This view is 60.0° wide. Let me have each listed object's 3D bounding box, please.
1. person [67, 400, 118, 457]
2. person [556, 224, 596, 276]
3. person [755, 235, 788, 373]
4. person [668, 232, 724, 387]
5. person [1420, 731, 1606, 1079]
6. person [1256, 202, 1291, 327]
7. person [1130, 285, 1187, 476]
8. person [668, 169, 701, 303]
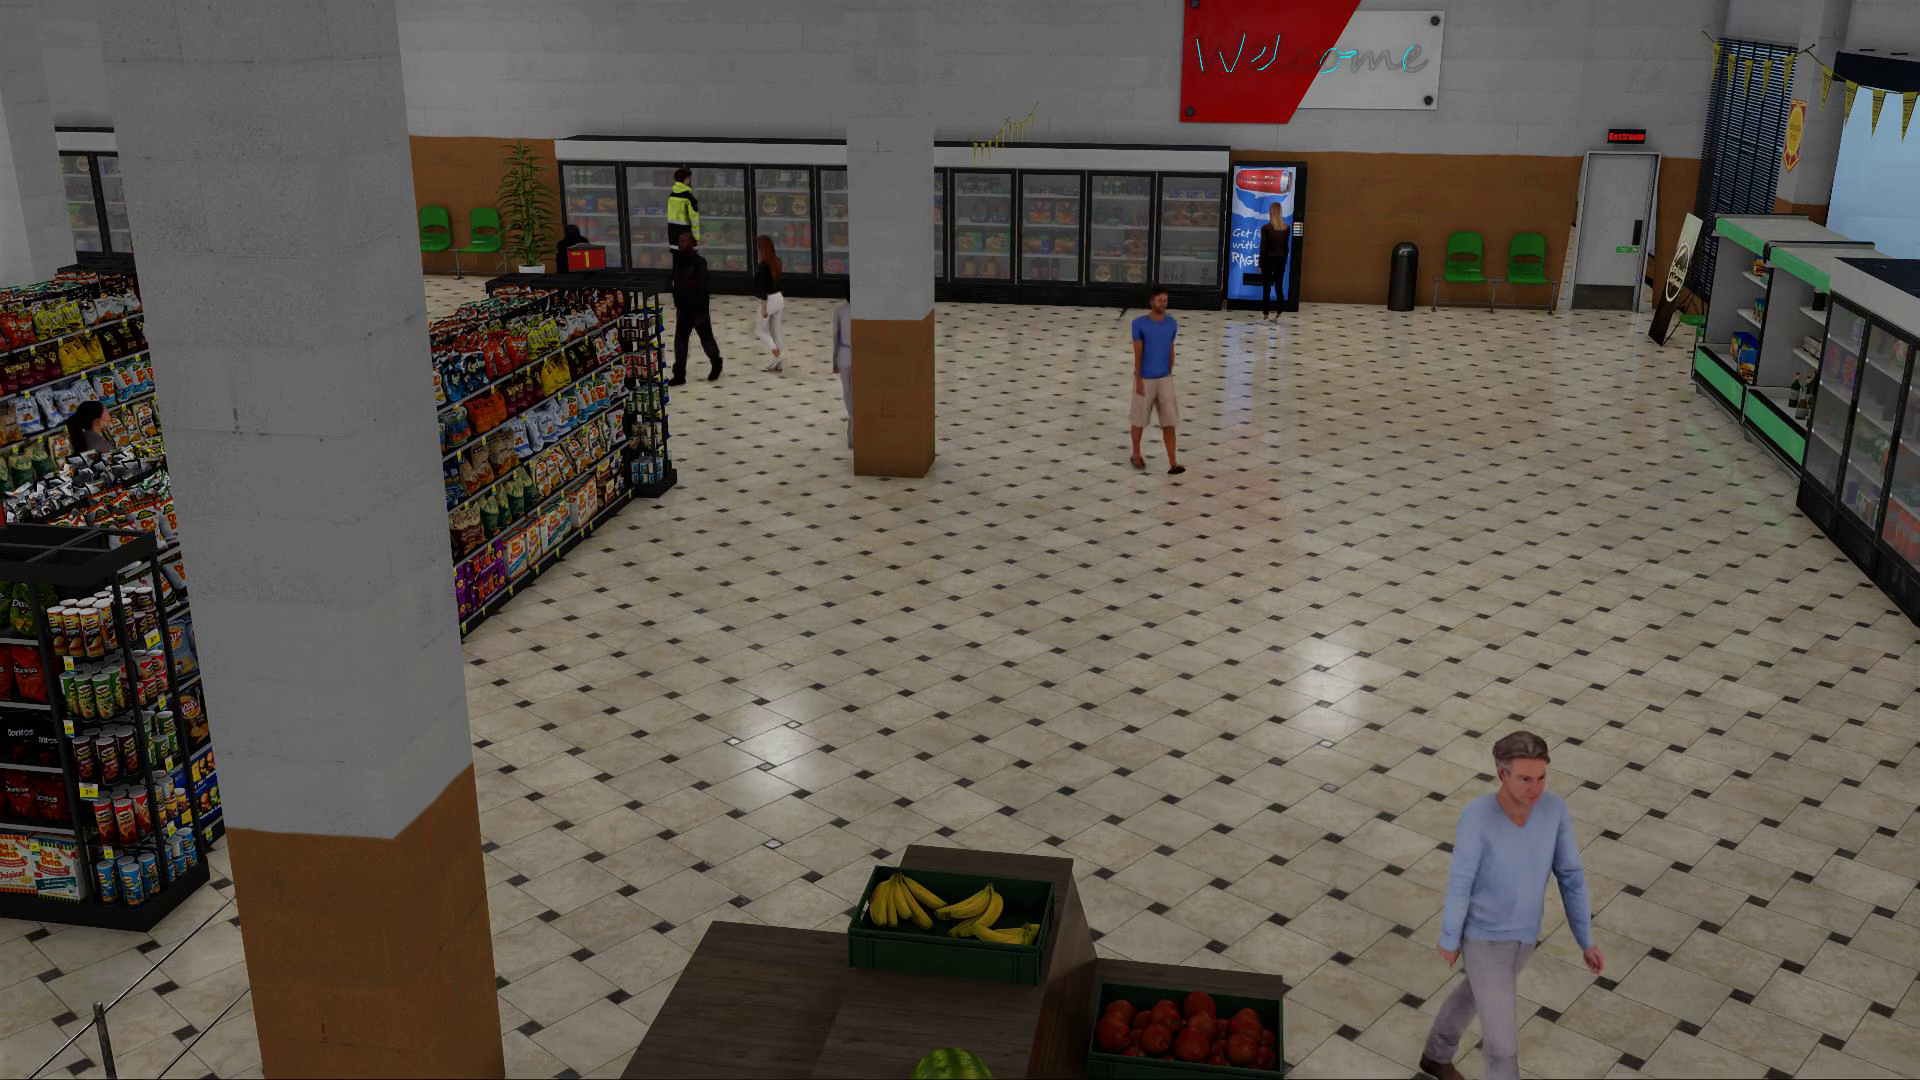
[{"bbox_3d":[-6.531,-0.205,12.510,0.788,1.657,0.867,12,22,32],"label":"person"},{"bbox_3d":[-4.938,-3.242,21.488,0.781,1.675,0.808,-6,20,-17],"label":"person"},{"bbox_3d":[-2.254,-2.873,20.376,0.804,1.686,0.734,13,22,33],"label":"person"},{"bbox_3d":[-3.123,-2.776,19.892,0.940,1.812,1.271,10,21,26],"label":"person"},{"bbox_3d":[2.154,1.612,6.855,1.142,1.828,1.327,-9,21,-24],"label":"person"},{"bbox_3d":[4.389,-3.868,23.301,0.673,1.704,0.664,-6,20,-18],"label":"person"},{"bbox_3d":[1.840,-1.573,16.310,0.935,1.822,1.260,-4,19,-11],"label":"person"},{"bbox_3d":[-4.136,-4.562,24.925,0.870,1.981,0.867,16,24,39],"label":"person"}]
